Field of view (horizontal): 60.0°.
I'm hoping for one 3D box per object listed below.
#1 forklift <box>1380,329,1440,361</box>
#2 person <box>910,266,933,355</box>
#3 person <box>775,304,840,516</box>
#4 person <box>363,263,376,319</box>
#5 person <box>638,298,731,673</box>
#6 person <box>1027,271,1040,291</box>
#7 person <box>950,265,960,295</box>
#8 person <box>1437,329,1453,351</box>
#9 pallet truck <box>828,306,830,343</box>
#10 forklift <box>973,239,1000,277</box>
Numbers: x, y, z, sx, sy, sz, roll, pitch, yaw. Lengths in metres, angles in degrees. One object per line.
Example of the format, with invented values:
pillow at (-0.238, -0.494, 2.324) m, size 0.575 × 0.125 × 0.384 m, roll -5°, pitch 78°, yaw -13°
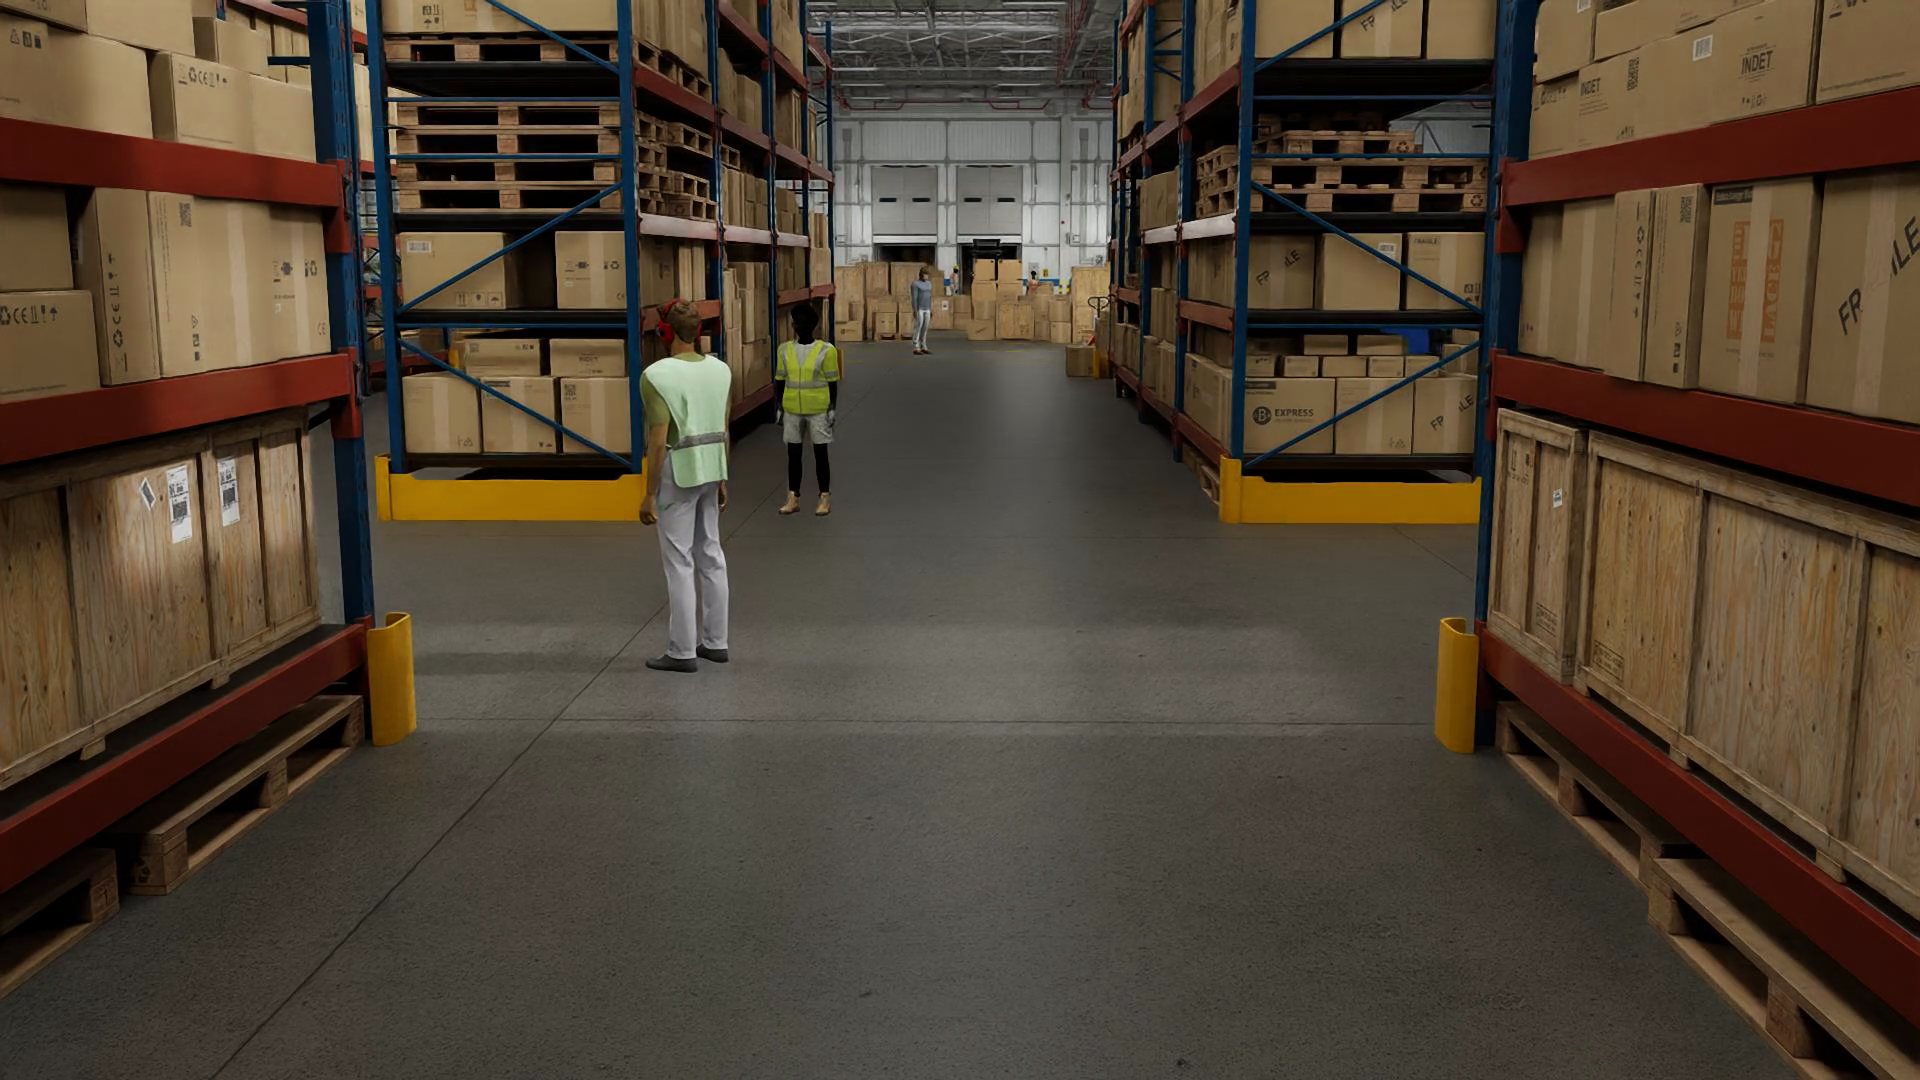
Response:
forklift at (8.433, -4.677, 31.578) m, size 1.873 × 2.768 × 1.129 m, roll -9°, pitch 13°, yaw -43°
person at (-0.828, -5.025, 36.493) m, size 0.375 × 1.934 × 0.627 m, roll 8°, pitch 12°, yaw 39°
person at (-1.228, -1.035, 13.301) m, size 0.541 × 1.695 × 0.316 m, roll 3°, pitch 10°, yaw 15°
person at (-21.455, -8.986, 59.897) m, size 0.566 × 2.000 × 0.707 m, roll -3°, pitch 10°, yaw -19°
person at (-1.345, -0.265, 8.239) m, size 0.375 × 1.843 × 0.575 m, roll 6°, pitch 11°, yaw 34°
person at (2.848, -9.600, 64.595) m, size 0.537 × 1.698 × 0.320 m, roll -1°, pitch 10°, yaw -8°
person at (-0.275, -10.371, 68.661) m, size 0.601 × 1.937 × 0.639 m, roll -3°, pitch 10°, yaw -17°
person at (9.736, -4.475, 33.345) m, size 0.950 × 1.877 × 0.570 m, roll -3°, pitch 10°, yaw -17°
pallet truck at (-3.100, -3.940, 29.800) m, size 1.885 × 1.965 × 0.823 m, roll 3°, pitch 10°, yaw 19°
forklift at (0.910, -8.900, 56.875) m, size 1.129 × 2.768 × 1.873 m, roll 0°, pitch 9°, yaw 1°
